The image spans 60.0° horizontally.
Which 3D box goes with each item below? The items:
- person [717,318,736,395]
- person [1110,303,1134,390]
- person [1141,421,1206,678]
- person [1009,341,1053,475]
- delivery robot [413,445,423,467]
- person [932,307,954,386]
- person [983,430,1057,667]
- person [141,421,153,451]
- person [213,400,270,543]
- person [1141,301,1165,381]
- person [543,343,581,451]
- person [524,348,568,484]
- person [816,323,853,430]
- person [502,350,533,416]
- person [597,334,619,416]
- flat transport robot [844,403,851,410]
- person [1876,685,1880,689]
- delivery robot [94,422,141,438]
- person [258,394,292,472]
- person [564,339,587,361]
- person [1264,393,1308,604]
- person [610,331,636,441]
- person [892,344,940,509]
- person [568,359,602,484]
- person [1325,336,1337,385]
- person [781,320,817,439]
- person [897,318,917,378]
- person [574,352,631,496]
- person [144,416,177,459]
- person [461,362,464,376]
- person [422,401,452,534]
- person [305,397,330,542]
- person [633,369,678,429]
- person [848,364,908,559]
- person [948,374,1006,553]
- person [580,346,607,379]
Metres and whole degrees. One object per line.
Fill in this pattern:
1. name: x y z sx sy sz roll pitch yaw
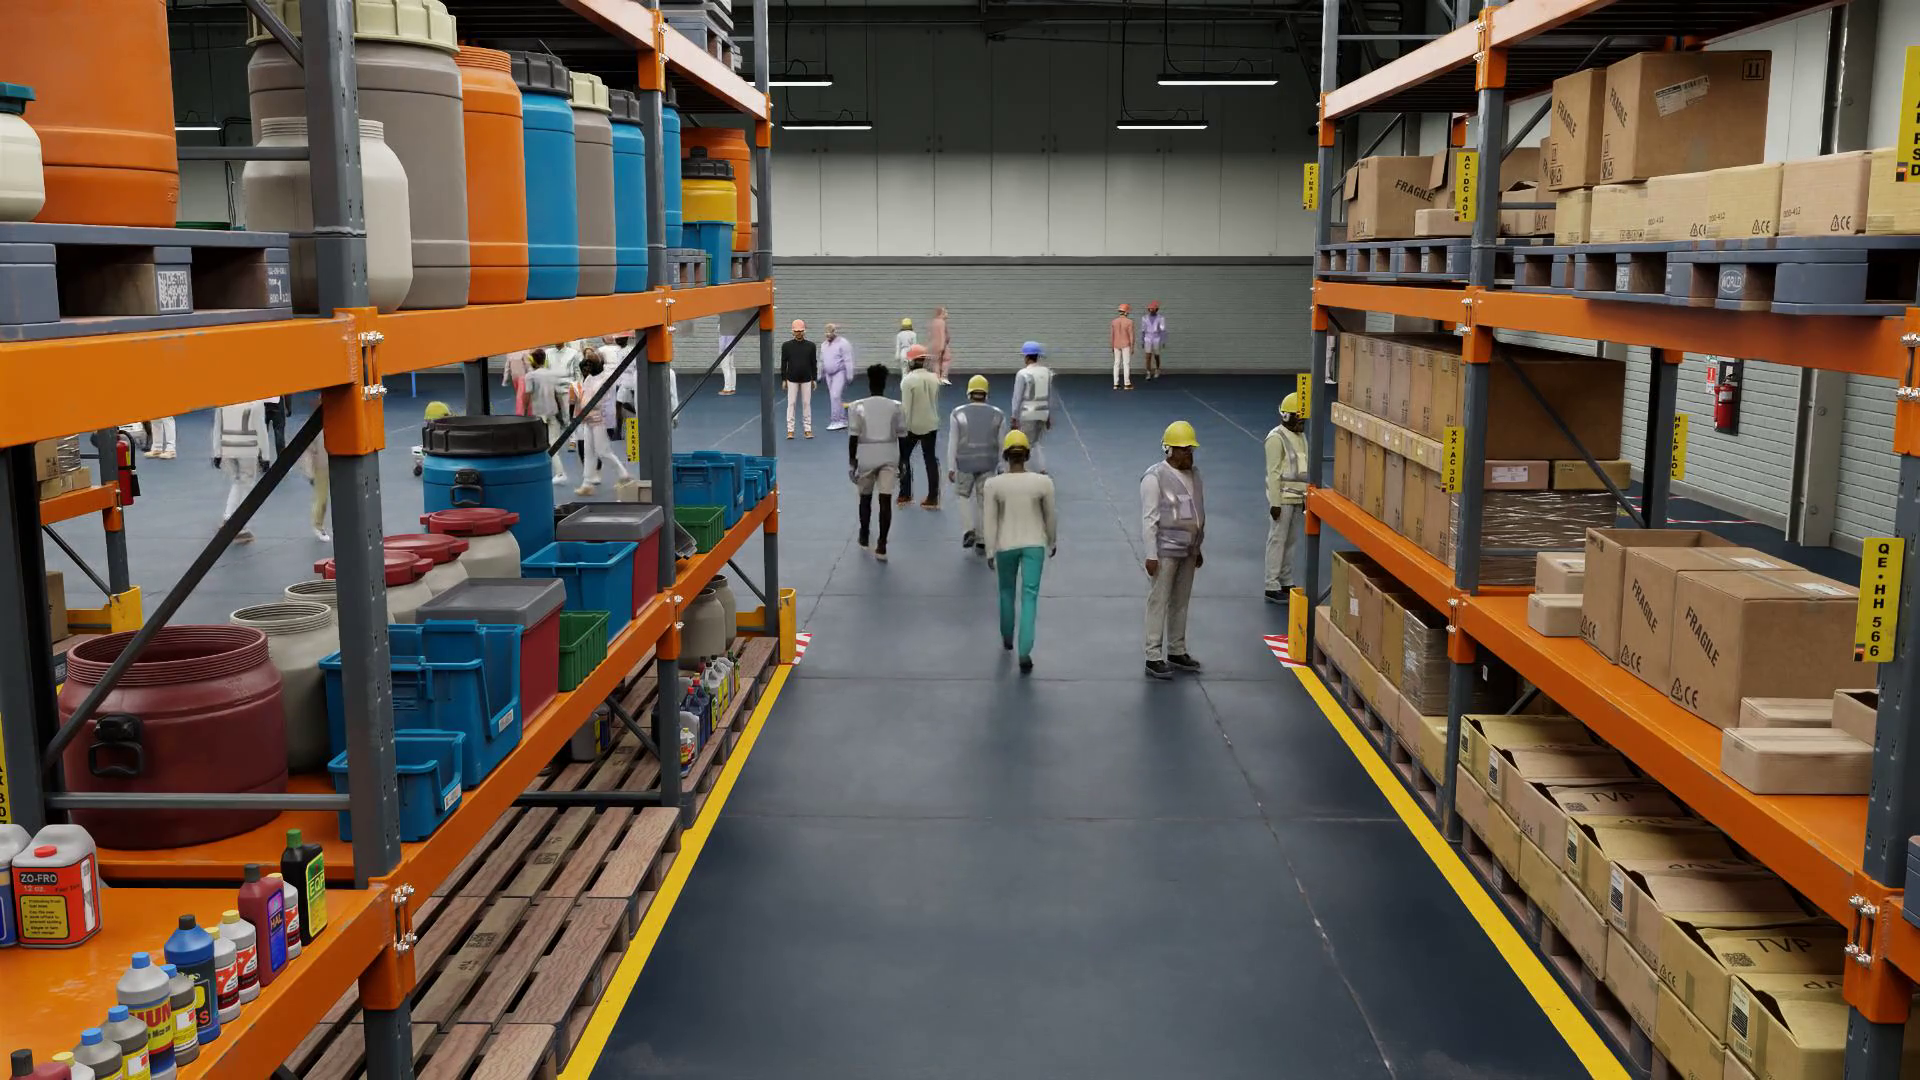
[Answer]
1. person: -5.223 -4.211 37.175 0.355 1.937 0.635 3 10 19
2. person: 3.812 -4.531 38.921 0.612 1.995 0.392 7 12 35
3. person: 1.549 0.055 11.938 0.600 1.829 0.404 -9 13 -43
4. person: 0.926 -1.622 21.705 0.450 1.932 0.608 9 13 44
5. delivery robot: -7.277 -1.224 23.263 0.477 0.478 0.707 8 13 41
6. person: -0.393 -4.641 39.898 0.527 1.891 0.655 -4 10 -23
7. person: 0.446 0.044 12.348 0.532 1.721 0.877 1 10 8
8. person: -12.865 -2.333 26.051 0.577 1.893 0.530 4 10 24
9. person: -7.576 -0.906 17.575 0.614 1.870 0.411 2 10 12
10. person: 4.904 -5.066 42.126 0.618 2.002 1.003 2 10 14
11. person: -6.239 -2.361 26.061 0.610 1.946 0.405 1 10 5
12. person: -5.638 -1.675 22.420 0.998 1.812 0.570 6 11 34
13. person: -2.273 -2.867 29.300 0.682 1.873 0.773 9 13 42
14. person: -7.927 -2.895 30.009 0.522 1.705 0.901 6 11 34
15. person: -6.795 -3.215 32.266 0.527 1.586 0.875 -7 12 -37
16. flat transport robot: -1.731 -2.544 32.302 1.431 0.197 0.652 8 12 41
17. person: 6.200 0.399 10.609 0.506 1.590 0.858 0 9 0
18. delivery robot: -13.537 -1.796 26.689 0.707 0.478 0.477 -6 11 -32
19. person: -9.772 -1.923 23.559 0.589 1.914 0.377 -1 10 -6
20. person: -8.396 -3.903 36.237 0.543 1.620 0.396 -3 10 -19
21. person: 2.875 -0.376 14.526 0.403 1.827 0.599 7 12 34
22. person: -5.549 -2.643 27.900 0.866 1.908 0.547 -5 10 -25
23. person: -0.534 -1.367 20.064 0.634 1.967 0.781 -8 12 -39
24. person: -4.942 -1.585 22.209 0.559 1.678 0.349 -1 10 -8
25. person: 8.960 -4.756 40.536 0.409 1.907 0.651 -4 10 -21
26. person: -2.706 -2.705 27.987 0.620 1.994 0.381 -2 10 -12
27. person: -1.196 -4.074 36.969 0.499 1.727 0.527 5 11 28
28. person: -4.601 -1.490 21.223 0.678 1.829 0.634 -7 12 -38
29. person: -12.132 -2.152 25.157 0.624 1.837 0.430 5 11 28
30. person: -12.899 -5.226 43.525 0.564 1.848 0.388 -3 10 -20
31. person: -4.508 -0.365 14.754 0.808 1.741 0.533 4 10 24
32. person: -6.606 -0.735 17.401 0.512 1.589 0.840 -8 12 -39
33. person: -4.082 -1.691 22.361 0.585 1.855 0.863 -1 10 -7
34. person: -0.844 -0.811 16.841 0.618 1.918 0.952 -2 10 -10
35. person: 0.175 -0.777 16.963 0.615 1.813 0.437 -2 10 -9
36. person: -6.025 -2.388 27.267 0.512 1.604 0.847 -3 10 -17
